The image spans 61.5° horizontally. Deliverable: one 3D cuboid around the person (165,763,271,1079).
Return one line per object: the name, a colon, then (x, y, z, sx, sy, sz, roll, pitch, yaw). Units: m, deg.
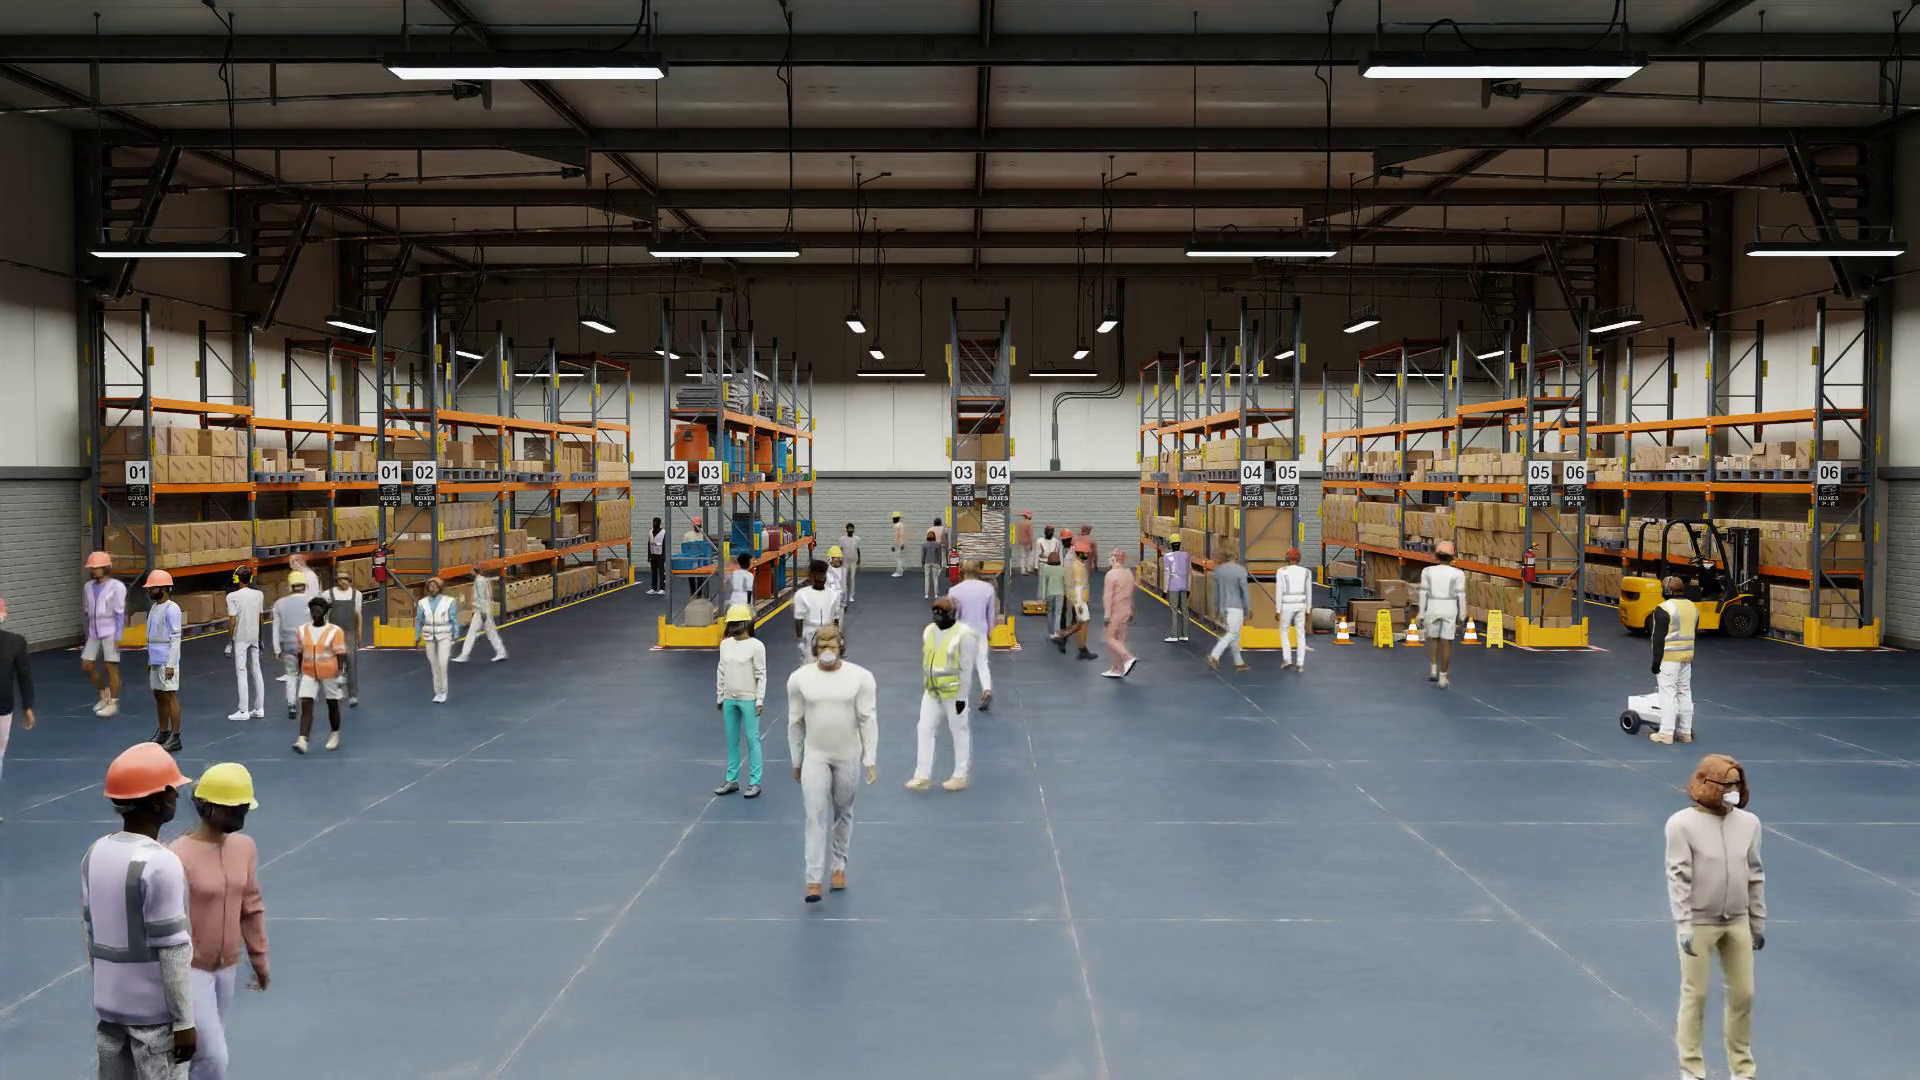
person: (-3.086, 1.800, 6.729, 0.652, 1.731, 0.543, 1, 2, 17)

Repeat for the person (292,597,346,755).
person: (-6.766, 1.429, 17.047, 0.544, 1.646, 0.904, 0, 2, -2)

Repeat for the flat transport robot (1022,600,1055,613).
flat transport robot: (1.674, 1.437, 34.698, 0.652, 0.197, 1.431, 0, 2, 1)

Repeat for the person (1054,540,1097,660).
person: (1.871, 0.955, 25.867, 0.601, 1.917, 0.556, 0, 2, 1)

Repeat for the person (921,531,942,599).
person: (-0.678, 0.590, 38.598, 0.499, 1.633, 0.289, 0, 2, 5)

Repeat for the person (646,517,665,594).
person: (-7.528, 0.385, 40.186, 0.589, 1.922, 0.392, 1, 3, 28)

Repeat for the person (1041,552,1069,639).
person: (1.685, 1.002, 28.796, 0.496, 1.584, 0.895, 0, 2, 11)

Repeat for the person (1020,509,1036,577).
person: (1.995, 0.097, 46.704, 0.548, 1.975, 0.652, -1, 3, -31)

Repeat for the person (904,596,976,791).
person: (-0.207, 1.436, 14.979, 0.661, 1.815, 0.784, 2, 3, 42)

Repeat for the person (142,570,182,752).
person: (-8.551, 1.286, 17.290, 0.545, 1.939, 0.354, 2, 3, 39)

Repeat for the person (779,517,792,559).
person: (-5.039, 0.241, 45.340, 0.594, 1.804, 0.878, 1, 3, 27)

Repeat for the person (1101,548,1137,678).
person: (2.302, 1.066, 23.367, 0.542, 1.892, 0.667, 2, 3, 36)

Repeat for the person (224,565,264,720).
person: (-8.646, 1.232, 19.497, 0.335, 1.873, 0.519, 1, 3, 30)

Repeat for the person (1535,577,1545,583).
person: (13.029, 0.625, 36.475, 0.320, 1.737, 0.483, -1, 3, -26)

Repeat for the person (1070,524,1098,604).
person: (2.786, 0.564, 36.734, 0.680, 1.854, 0.993, 1, 3, 29)

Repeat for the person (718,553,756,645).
person: (-3.688, 1.037, 26.984, 0.524, 1.661, 0.811, 1, 3, 33)

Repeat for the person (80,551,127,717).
person: (-10.439, 1.146, 19.670, 0.621, 2.025, 0.418, 1, 2, 14)

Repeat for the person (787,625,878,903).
person: (-0.891, 1.545, 11.224, 0.647, 1.890, 0.980, 0, 2, -2)

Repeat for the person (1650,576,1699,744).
person: (7.891, 1.317, 17.877, 0.619, 1.836, 0.431, -1, 3, -30)

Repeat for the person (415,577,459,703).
person: (-6.782, 1.297, 20.837, 0.549, 1.617, 0.599, 0, 2, 4)

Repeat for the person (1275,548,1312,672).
person: (5.042, 1.049, 24.352, 0.586, 1.855, 0.486, 0, 2, -12)

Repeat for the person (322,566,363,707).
person: (-7.963, 1.225, 20.811, 0.498, 1.799, 0.980, -1, 3, -25)

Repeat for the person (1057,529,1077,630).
person: (2.038, 0.751, 30.768, 0.549, 1.936, 0.376, 2, 3, 39)

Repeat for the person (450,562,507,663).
person: (-7.545, 1.133, 25.402, 0.858, 1.593, 0.546, -1, 2, -13)

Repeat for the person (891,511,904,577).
person: (-1.877, 0.121, 46.858, 0.500, 1.912, 0.611, 1, 2, 14)

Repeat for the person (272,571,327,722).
person: (-7.846, 1.271, 19.242, 0.606, 1.809, 0.424, 0, 2, -8)

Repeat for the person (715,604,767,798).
person: (-2.026, 1.467, 14.859, 0.533, 1.768, 0.311, 1, 3, 29)

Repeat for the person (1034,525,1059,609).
person: (1.932, 0.605, 35.572, 0.617, 1.837, 0.941, -1, 2, -15)

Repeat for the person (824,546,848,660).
person: (-1.994, 1.006, 25.633, 0.403, 1.830, 0.598, 2, 3, 38)

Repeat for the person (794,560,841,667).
person: (-1.671, 1.209, 19.285, 0.605, 1.928, 0.889, -1, 2, -19)

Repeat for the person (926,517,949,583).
person: (-0.629, 0.291, 43.820, 0.641, 1.821, 0.683, 1, 2, 20)

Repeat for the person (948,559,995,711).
person: (0.166, 1.187, 20.273, 0.632, 1.909, 0.908, -1, 2, -15)

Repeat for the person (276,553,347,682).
person: (-9.269, 1.101, 23.120, 0.929, 1.850, 0.712, -1, 2, -19)

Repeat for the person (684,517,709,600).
person: (-6.152, 0.447, 37.830, 0.643, 1.979, 0.518, 0, 2, -8)

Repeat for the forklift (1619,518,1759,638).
forklift: (13.417, 0.684, 29.791, 2.313, 2.155, 1.214, 0, 2, 0)

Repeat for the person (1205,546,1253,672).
person: (3.987, 1.039, 24.156, 0.878, 1.894, 0.670, -1, 3, -32)

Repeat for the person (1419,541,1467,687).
person: (6.754, 1.030, 22.546, 0.635, 2.027, 0.553, 1, 3, 31)

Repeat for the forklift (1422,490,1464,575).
forklift: (13.926, -0.371, 47.846, 1.873, 2.768, 1.129, 0, 2, 0)

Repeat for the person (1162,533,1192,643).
person: (3.824, 0.847, 28.534, 0.588, 1.923, 0.383, -1, 3, -27)

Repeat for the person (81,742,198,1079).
person: (-3.046, 1.730, 6.063, 0.545, 1.942, 0.354, 1, 3, 31)

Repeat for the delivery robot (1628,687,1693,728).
delivery robot: (7.913, 1.904, 18.238, 0.477, 0.478, 0.707, -1, 2, -22)

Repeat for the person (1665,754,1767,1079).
person: (3.573, 1.824, 7.609, 0.508, 1.634, 0.333, 0, 2, -9)

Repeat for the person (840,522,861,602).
person: (-2.562, 0.515, 37.723, 0.508, 1.859, 0.432, 0, 2, -7)

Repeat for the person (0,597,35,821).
person: (-8.109, 1.427, 13.523, 0.815, 1.952, 0.624, 2, 3, 39)
